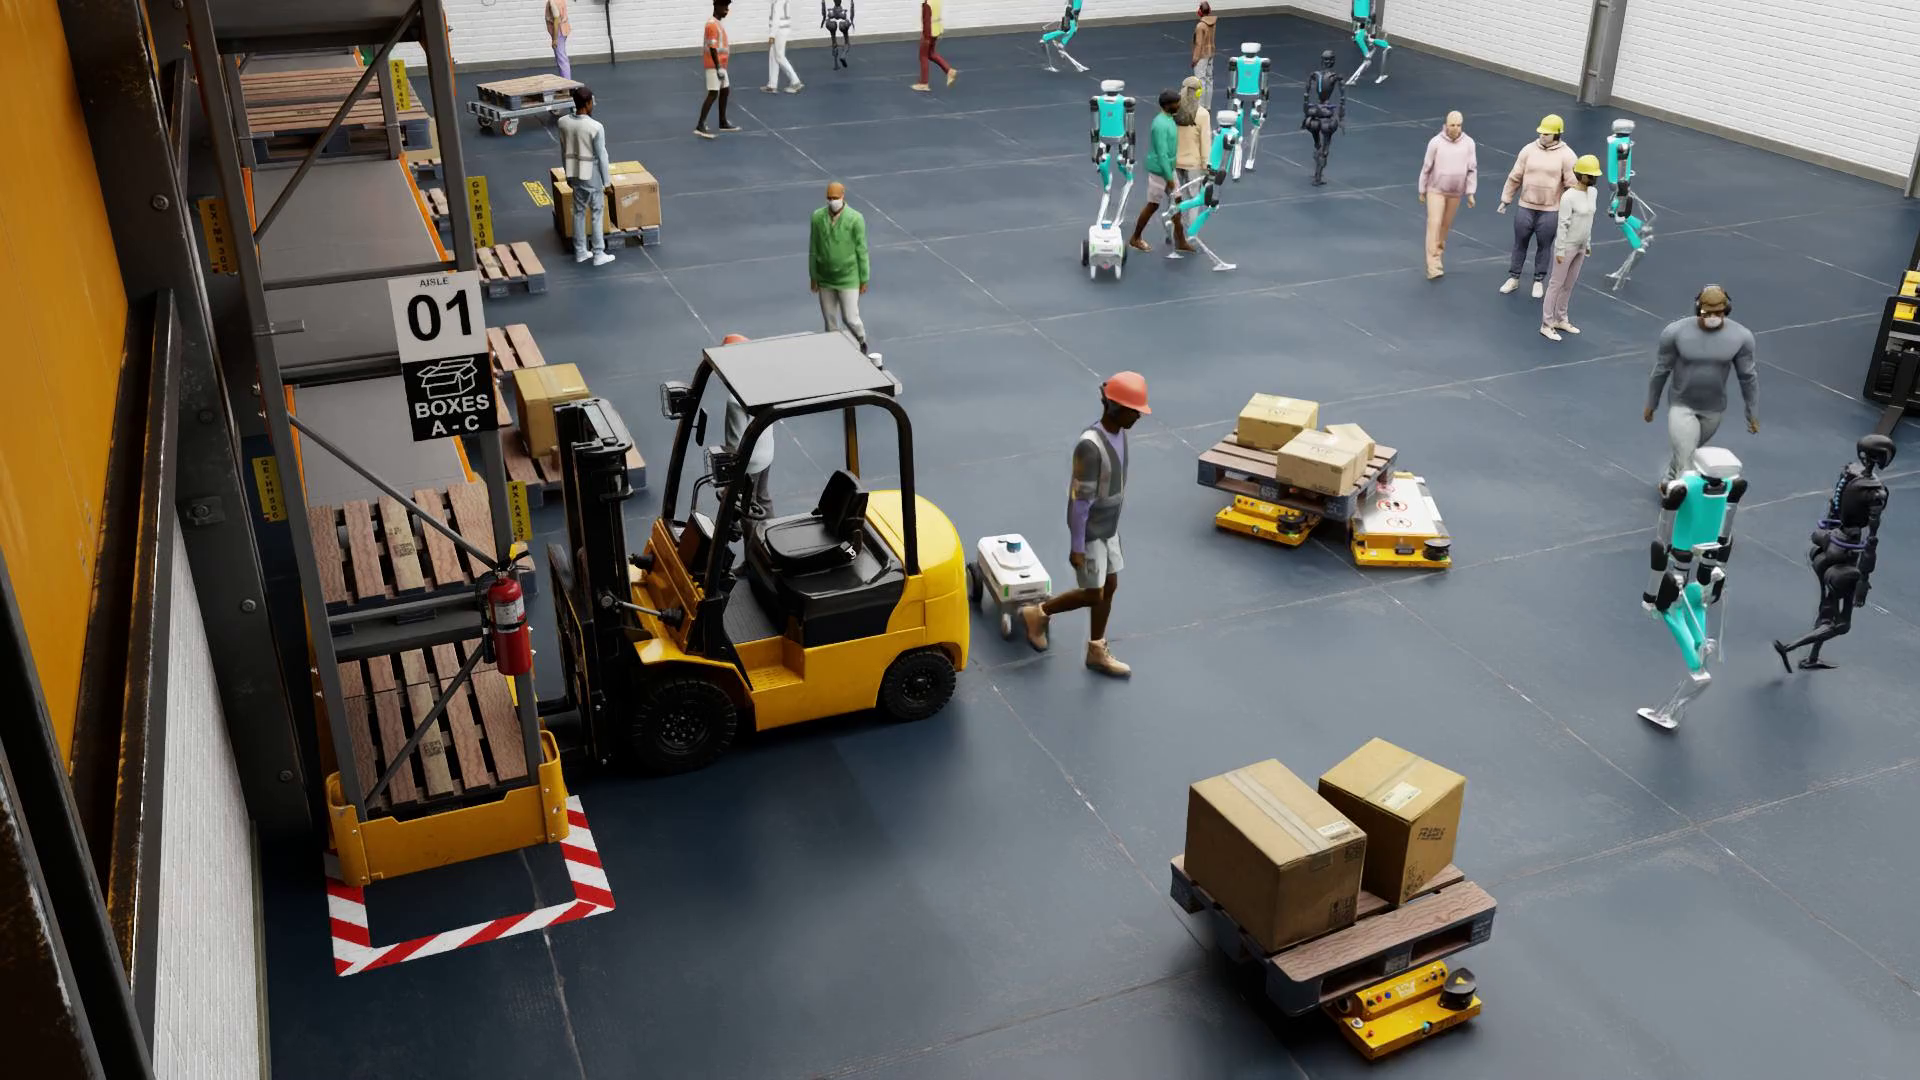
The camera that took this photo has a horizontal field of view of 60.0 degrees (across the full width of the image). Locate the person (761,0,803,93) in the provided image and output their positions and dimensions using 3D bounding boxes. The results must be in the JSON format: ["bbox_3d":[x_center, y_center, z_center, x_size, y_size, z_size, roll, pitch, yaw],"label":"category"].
[{"bbox_3d":[-2.813,-7.927,25.997,0.661,1.854,0.651,-1,27,-2],"label":"person"}]

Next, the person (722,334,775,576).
[{"bbox_3d":[-1.479,-0.586,11.512,0.352,1.742,0.572,8,28,15],"label":"person"}]

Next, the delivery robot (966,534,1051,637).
[{"bbox_3d":[0.353,0.259,11.174,0.499,0.612,0.814,-7,27,-13],"label":"delivery robot"}]

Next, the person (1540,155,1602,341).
[{"bbox_3d":[5.859,-2.798,15.887,0.522,1.768,0.307,-20,33,-35],"label":"person"}]

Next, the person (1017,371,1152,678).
[{"bbox_3d":[0.774,-0.097,10.255,0.700,2.000,0.676,14,30,26],"label":"person"}]

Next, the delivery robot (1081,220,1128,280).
[{"bbox_3d":[1.566,-3.149,17.917,0.499,0.581,0.767,1,27,2],"label":"delivery robot"}]

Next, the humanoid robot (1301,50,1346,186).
[{"bbox_3d":[4.615,-5.353,21.073,0.613,1.635,0.493,19,33,34],"label":"humanoid robot"}]

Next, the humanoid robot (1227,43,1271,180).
[{"bbox_3d":[3.714,-5.552,21.443,0.535,1.768,1.010,6,27,12],"label":"humanoid robot"}]

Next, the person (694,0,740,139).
[{"bbox_3d":[-3.463,-6.672,23.409,0.567,1.935,0.837,2,27,4],"label":"person"}]

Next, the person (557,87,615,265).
[{"bbox_3d":[-4.032,-3.915,17.958,0.596,1.906,0.408,13,29,23],"label":"person"}]

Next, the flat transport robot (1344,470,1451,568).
[{"bbox_3d":[3.185,-0.192,12.370,0.659,0.231,1.431,2,27,3],"label":"flat transport robot"}]

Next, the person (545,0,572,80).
[{"bbox_3d":[-6.225,-7.820,25.786,0.391,1.846,0.563,-2,27,-4],"label":"person"}]

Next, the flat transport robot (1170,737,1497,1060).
[{"bbox_3d":[1.804,1.928,8.153,0.659,0.231,1.431,-13,29,-24],"label":"flat transport robot"}]

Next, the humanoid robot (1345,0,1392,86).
[{"bbox_3d":[6.604,-8.116,26.541,1.041,1.762,0.542,-14,30,-25],"label":"humanoid robot"}]

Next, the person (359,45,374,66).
[{"bbox_3d":[-8.641,-7.071,24.319,0.465,1.823,0.538,-20,33,-34],"label":"person"}]

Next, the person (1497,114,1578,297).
[{"bbox_3d":[5.947,-3.430,17.032,0.802,1.865,0.421,15,30,27],"label":"person"}]

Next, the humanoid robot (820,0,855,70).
[{"bbox_3d":[-2.054,-8.657,27.644,0.597,1.648,0.416,3,27,6],"label":"humanoid robot"}]

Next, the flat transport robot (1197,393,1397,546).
[{"bbox_3d":[2.559,-0.368,12.719,0.659,0.231,1.431,17,31,30],"label":"flat transport robot"}]

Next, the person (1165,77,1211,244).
[{"bbox_3d":[2.520,-4.215,18.585,0.566,1.875,0.391,15,30,27],"label":"person"}]

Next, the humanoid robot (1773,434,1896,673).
[{"bbox_3d":[5.368,0.088,10.254,0.482,1.646,0.593,1,27,1],"label":"humanoid robot"}]

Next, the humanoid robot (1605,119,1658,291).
[{"bbox_3d":[6.976,-3.411,17.198,0.791,1.823,0.530,4,27,8],"label":"humanoid robot"}]

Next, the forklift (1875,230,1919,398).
[{"bbox_3d":[9.029,-2.397,14.618,1.214,2.155,2.313,18,32,32],"label":"forklift"}]

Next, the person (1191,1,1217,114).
[{"bbox_3d":[3.602,-7.107,24.584,0.327,1.648,0.458,21,33,35],"label":"person"}]

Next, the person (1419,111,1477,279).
[{"bbox_3d":[5.169,-3.647,17.603,0.536,1.738,0.911,-1,27,-2],"label":"person"}]

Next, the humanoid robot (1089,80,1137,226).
[{"bbox_3d":[1.810,-4.419,19.179,0.556,1.813,0.774,11,29,20],"label":"humanoid robot"}]

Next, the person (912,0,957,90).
[{"bbox_3d":[-0.421,-7.957,26.170,0.639,1.755,0.474,8,28,16],"label":"person"}]

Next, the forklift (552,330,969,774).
[{"bbox_3d":[-1.094,0.010,9.831,2.313,2.155,1.214,-10,28,-20],"label":"forklift"}]

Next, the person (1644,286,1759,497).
[{"bbox_3d":[5.404,-0.964,12.127,0.742,1.872,1.043,4,27,8],"label":"person"}]

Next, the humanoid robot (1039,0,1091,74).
[{"bbox_3d":[1.664,-8.417,27.092,1.017,1.732,0.530,11,29,21],"label":"humanoid robot"}]

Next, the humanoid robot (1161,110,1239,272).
[{"bbox_3d":[2.463,-3.679,17.705,0.976,1.756,0.531,-1,27,-2],"label":"humanoid robot"}]

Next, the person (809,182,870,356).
[{"bbox_3d":[-1.093,-2.382,15.059,0.553,1.772,0.466,7,28,14],"label":"person"}]

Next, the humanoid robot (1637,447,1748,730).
[{"bbox_3d":[4.297,0.405,9.600,0.551,1.852,0.712,-8,28,-15],"label":"humanoid robot"}]

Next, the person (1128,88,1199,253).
[{"bbox_3d":[2.282,-4.059,18.342,0.831,1.814,0.514,11,29,20],"label":"person"}]
